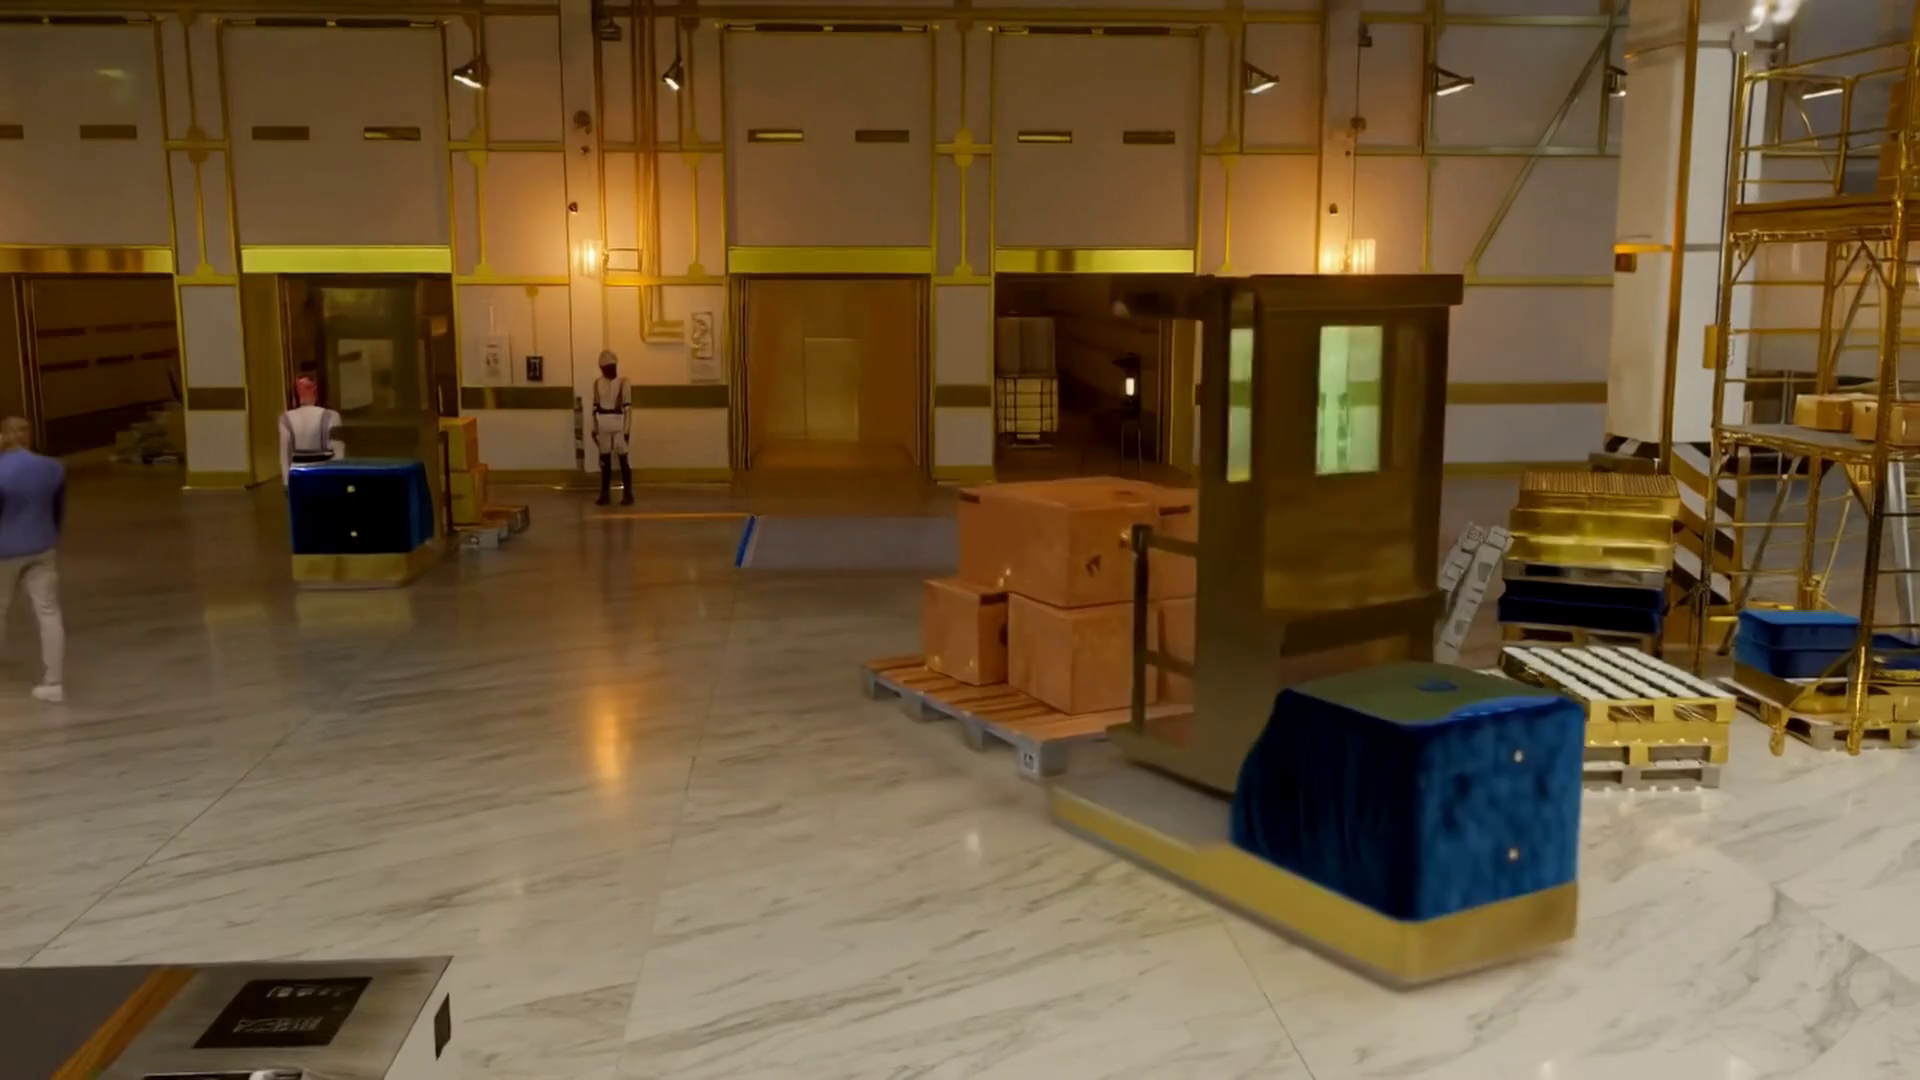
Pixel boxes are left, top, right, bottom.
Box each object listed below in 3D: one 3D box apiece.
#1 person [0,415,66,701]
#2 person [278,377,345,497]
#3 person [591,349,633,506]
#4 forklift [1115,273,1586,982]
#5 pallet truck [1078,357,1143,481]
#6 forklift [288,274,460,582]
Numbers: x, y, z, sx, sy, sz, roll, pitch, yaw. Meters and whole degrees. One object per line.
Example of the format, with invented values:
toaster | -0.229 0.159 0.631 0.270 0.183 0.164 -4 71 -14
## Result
person | -6.346 0.106 11.184 1.033 1.882 0.633 7 12 39
person | -6.044 -0.579 15.547 0.571 1.876 0.340 -1 9 -7
person | -4.272 -1.369 20.343 0.543 1.928 0.392 3 9 17
forklift | 1.699 0.234 7.278 1.129 2.768 1.873 -5 10 -30
pallet truck | 2.088 -0.836 16.757 1.885 1.965 0.823 2 9 13
forklift | -5.554 -1.101 15.662 1.129 2.768 1.873 -1 9 -4
